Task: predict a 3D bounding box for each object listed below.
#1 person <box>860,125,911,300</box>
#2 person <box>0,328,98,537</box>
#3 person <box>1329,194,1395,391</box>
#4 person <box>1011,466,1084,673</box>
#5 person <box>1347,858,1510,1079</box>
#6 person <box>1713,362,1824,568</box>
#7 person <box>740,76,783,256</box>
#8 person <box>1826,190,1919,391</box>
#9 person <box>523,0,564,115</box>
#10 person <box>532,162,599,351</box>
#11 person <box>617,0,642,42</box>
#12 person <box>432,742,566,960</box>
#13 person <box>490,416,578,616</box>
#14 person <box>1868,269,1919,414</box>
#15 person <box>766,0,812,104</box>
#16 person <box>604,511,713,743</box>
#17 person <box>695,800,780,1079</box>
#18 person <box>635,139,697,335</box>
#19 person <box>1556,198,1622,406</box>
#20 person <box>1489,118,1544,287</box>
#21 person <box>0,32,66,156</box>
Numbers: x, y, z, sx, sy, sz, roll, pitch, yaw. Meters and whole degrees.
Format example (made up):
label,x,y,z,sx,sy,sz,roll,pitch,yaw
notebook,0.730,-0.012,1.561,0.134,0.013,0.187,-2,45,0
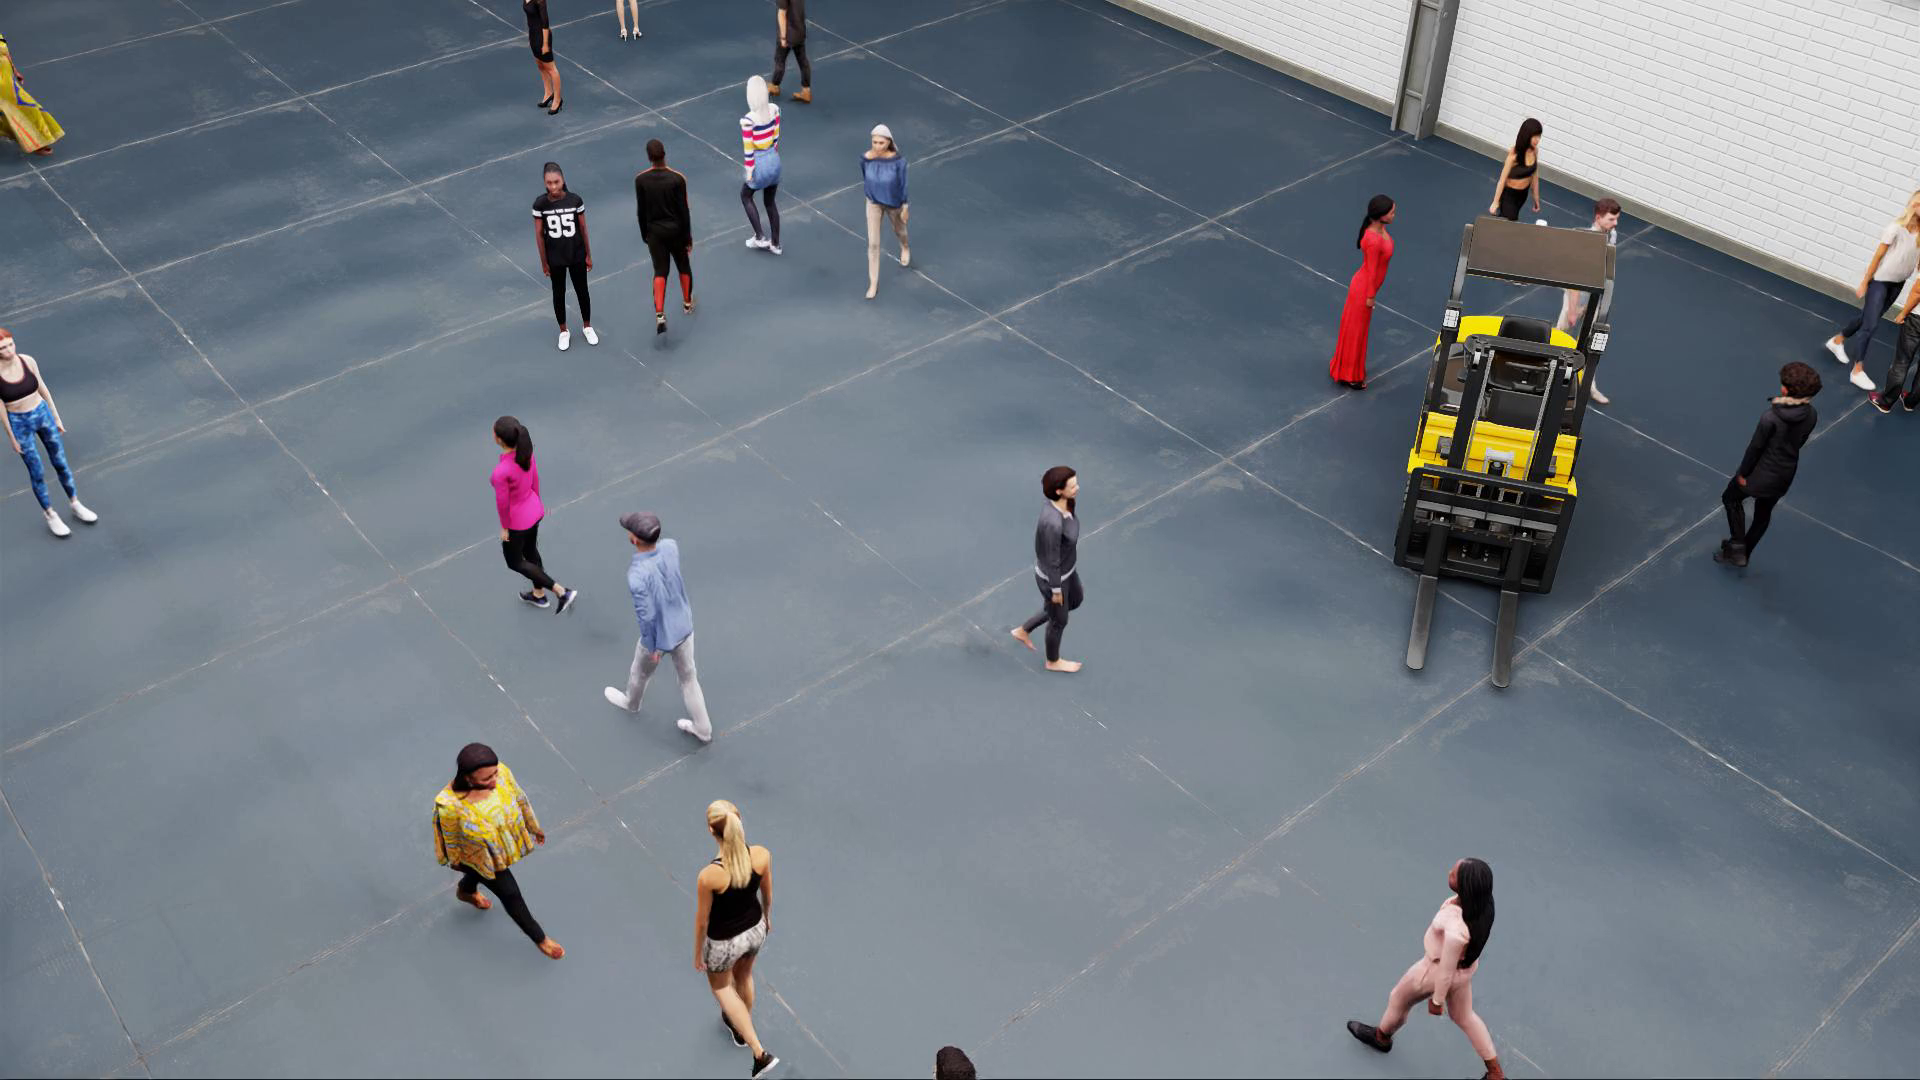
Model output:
label,x,y,z,sx,sy,sz,roll,pitch,yaw
person,-0.675,-3.178,15.725,1.199,1.634,1.174,7,39,9
person,-7.067,-0.842,12.679,0.622,1.785,0.599,26,45,29
person,3.477,-2.144,14.305,0.776,1.791,0.732,7,39,9
person,0.584,0.206,11.378,0.897,1.761,0.835,4,39,5
person,2.648,2.328,8.783,1.227,1.685,0.836,24,45,27
person,5.992,-0.473,12.225,0.753,1.766,0.796,-6,39,-7
person,-1.842,-3.591,16.106,0.665,1.795,0.695,29,47,31
person,7.974,-2.258,14.437,0.811,1.794,1.031,-10,40,-12
person,-4.733,-5.665,18.797,0.613,1.677,0.406,-25,45,-28
person,-3.520,-2.534,14.835,0.692,1.728,0.699,-12,40,-14
person,-4.158,-7.013,20.437,0.650,1.736,0.665,-7,39,-9
person,-2.779,1.732,9.594,1.187,1.603,0.956,19,42,22
person,-3.049,-0.125,11.865,0.917,1.680,0.793,14,41,17
person,8.144,-1.879,13.963,0.717,1.804,0.755,0,39,0
person,-1.862,-5.799,18.955,0.975,1.689,0.763,26,45,29
person,-1.860,0.604,10.808,1.137,1.851,0.839,23,44,26
person,-1.151,2.163,8.874,0.696,1.827,0.908,-27,46,-30
person,-2.666,-2.718,15.022,1.020,1.783,1.151,-1,39,-1
person,5.259,-2.095,14.213,0.715,1.819,1.052,-23,44,-27
person,5.206,-3.286,15.868,0.651,1.614,1.019,-23,44,-26
person,-10.442,-4.945,17.945,1.364,1.625,1.316,2,39,3
